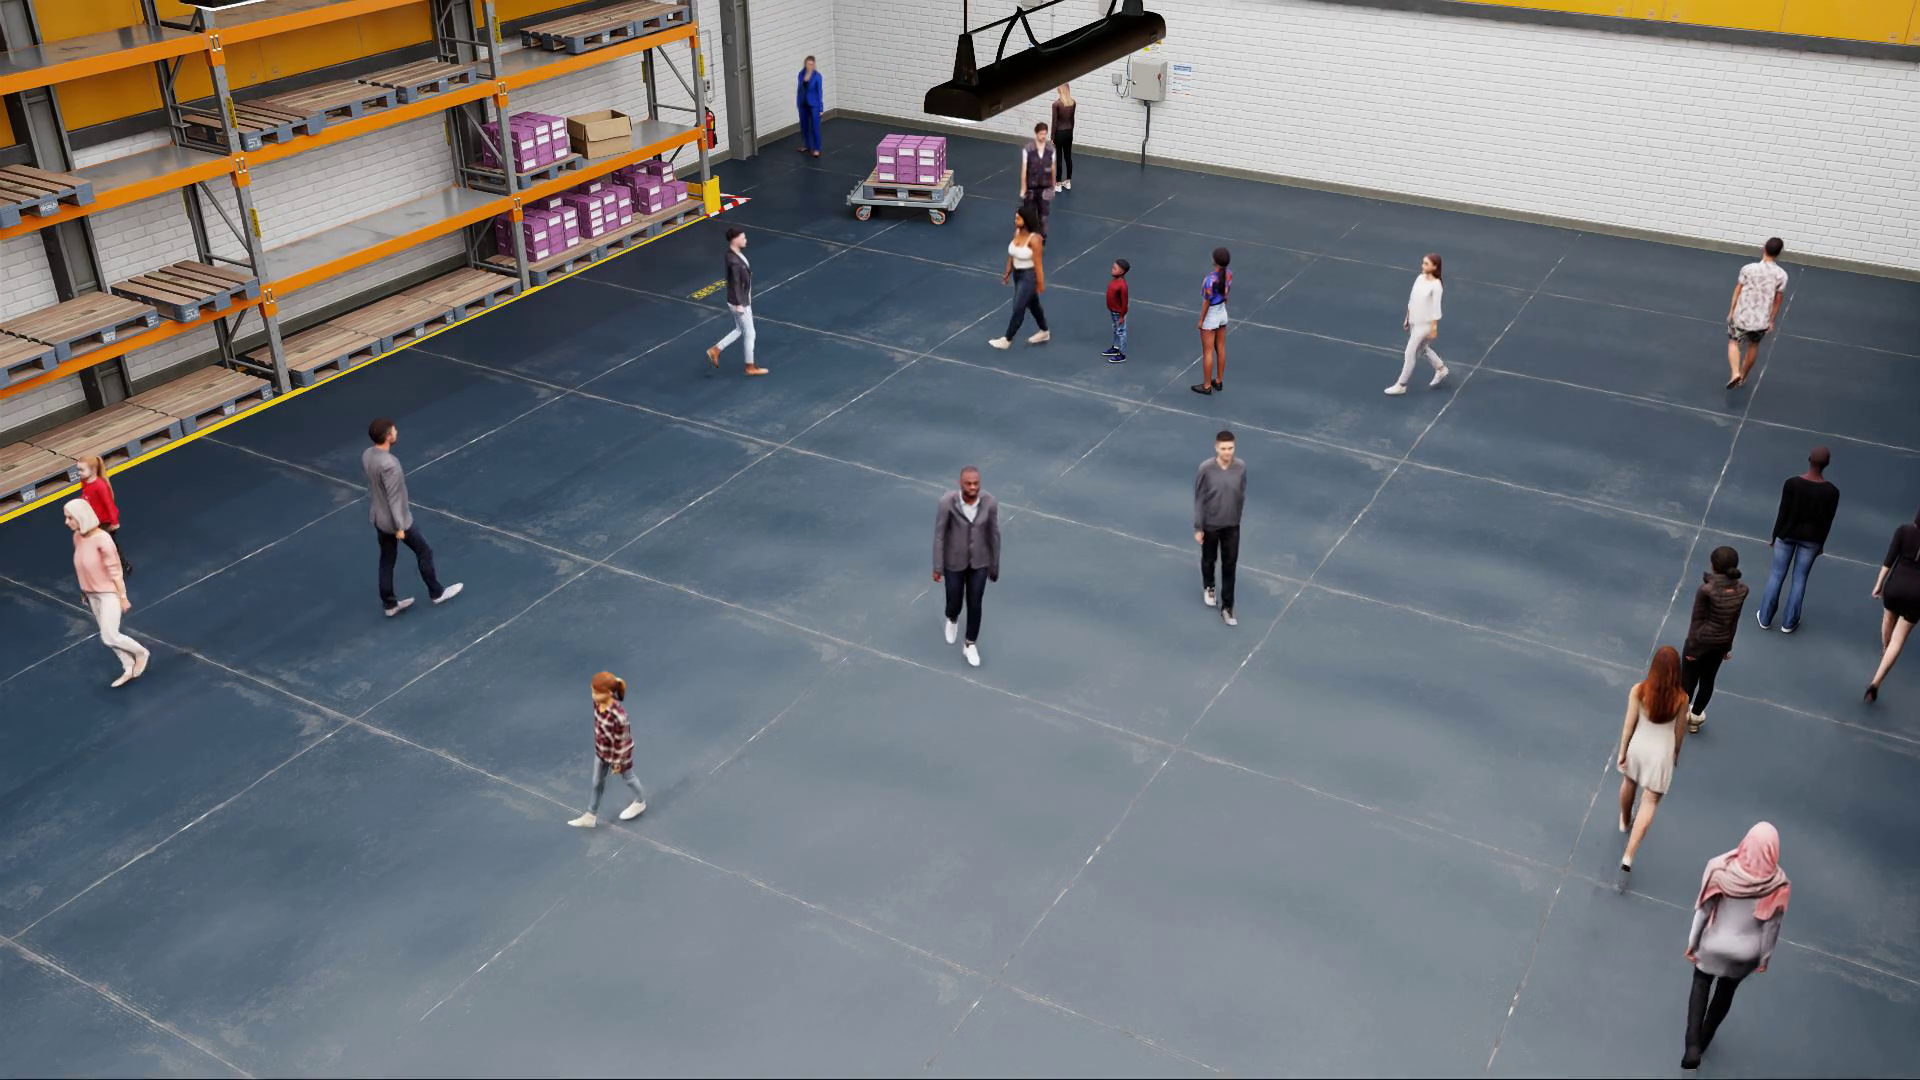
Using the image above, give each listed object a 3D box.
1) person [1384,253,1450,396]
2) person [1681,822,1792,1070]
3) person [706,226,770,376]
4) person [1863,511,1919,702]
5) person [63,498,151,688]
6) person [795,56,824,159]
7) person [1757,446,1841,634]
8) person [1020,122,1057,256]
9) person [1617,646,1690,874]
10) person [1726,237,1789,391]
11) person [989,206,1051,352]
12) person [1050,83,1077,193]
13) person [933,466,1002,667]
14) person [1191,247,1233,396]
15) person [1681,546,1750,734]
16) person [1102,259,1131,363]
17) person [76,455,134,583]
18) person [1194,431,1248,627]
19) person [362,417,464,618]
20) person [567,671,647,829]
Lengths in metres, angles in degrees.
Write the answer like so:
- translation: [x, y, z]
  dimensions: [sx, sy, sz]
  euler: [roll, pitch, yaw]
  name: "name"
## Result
- translation: [5.338, -2.472, 18.988]
  dimensions: [1.120, 1.658, 1.046]
  euler: [-8, 30, -14]
  name: "person"
- translation: [4.552, 2.449, 9.830]
  dimensions: [0.644, 1.789, 0.913]
  euler: [14, 32, 24]
  name: "person"
- translation: [-2.635, -2.753, 19.338]
  dimensions: [1.061, 1.816, 1.016]
  euler: [-6, 29, -10]
  name: "person"
- translation: [7.603, 0.516, 13.416]
  dimensions: [0.789, 1.748, 1.181]
  euler: [23, 36, 35]
  name: "person"
- translation: [-6.947, 0.403, 13.658]
  dimensions: [0.603, 1.714, 0.619]
  euler: [14, 32, 24]
  name: "person"
- translation: [-2.475, -7.180, 27.609]
  dimensions: [0.773, 1.667, 0.679]
  euler: [19, 34, 31]
  name: "person"
- translation: [7.254, -0.011, 14.380]
  dimensions: [0.595, 1.750, 0.532]
  euler: [14, 32, 24]
  name: "person"
- translation: [1.071, -4.966, 23.371]
  dimensions: [0.942, 1.839, 1.019]
  euler: [-4, 29, -8]
  name: "person"
- translation: [4.800, 1.544, 11.604]
  dimensions: [0.562, 1.679, 1.111]
  euler: [16, 33, 27]
  name: "person"
- translation: [9.044, -2.535, 18.963]
  dimensions: [0.794, 1.792, 0.968]
  euler: [9, 30, 16]
  name: "person"
- translation: [0.898, -3.166, 20.151]
  dimensions: [1.219, 1.763, 1.067]
  euler: [-12, 31, -21]
  name: "person"
- translation: [1.611, -6.317, 25.988]
  dimensions: [0.577, 1.705, 0.729]
  euler: [-20, 34, -32]
  name: "person"
- translation: [0.033, 0.164, 13.997]
  dimensions: [0.933, 1.809, 0.989]
  euler: [-4, 29, -8]
  name: "person"
- translation: [2.907, -2.519, 18.982]
  dimensions: [0.560, 1.746, 0.707]
  euler: [-23, 36, -36]
  name: "person"
- translation: [5.837, 0.809, 12.969]
  dimensions: [0.703, 1.661, 0.762]
  euler: [1, 29, 2]
  name: "person"
- translation: [1.906, -2.767, 19.949]
  dimensions: [0.640, 1.256, 0.577]
  euler: [-7, 29, -12]
  name: "person"
- translation: [-7.806, -0.222, 15.264]
  dimensions: [0.522, 1.273, 0.529]
  euler: [20, 35, 32]
  name: "person"
- translation: [2.271, -0.184, 14.717]
  dimensions: [0.951, 1.731, 1.069]
  euler: [-2, 29, -5]
  name: "person"
- translation: [-5.023, -0.150, 14.535]
  dimensions: [0.854, 1.846, 1.015]
  euler: [24, 36, 36]
  name: "person"
- translation: [-2.459, 1.500, 12.099]
  dimensions: [0.891, 1.281, 0.680]
  euler: [-25, 37, -38]
  name: "person"
